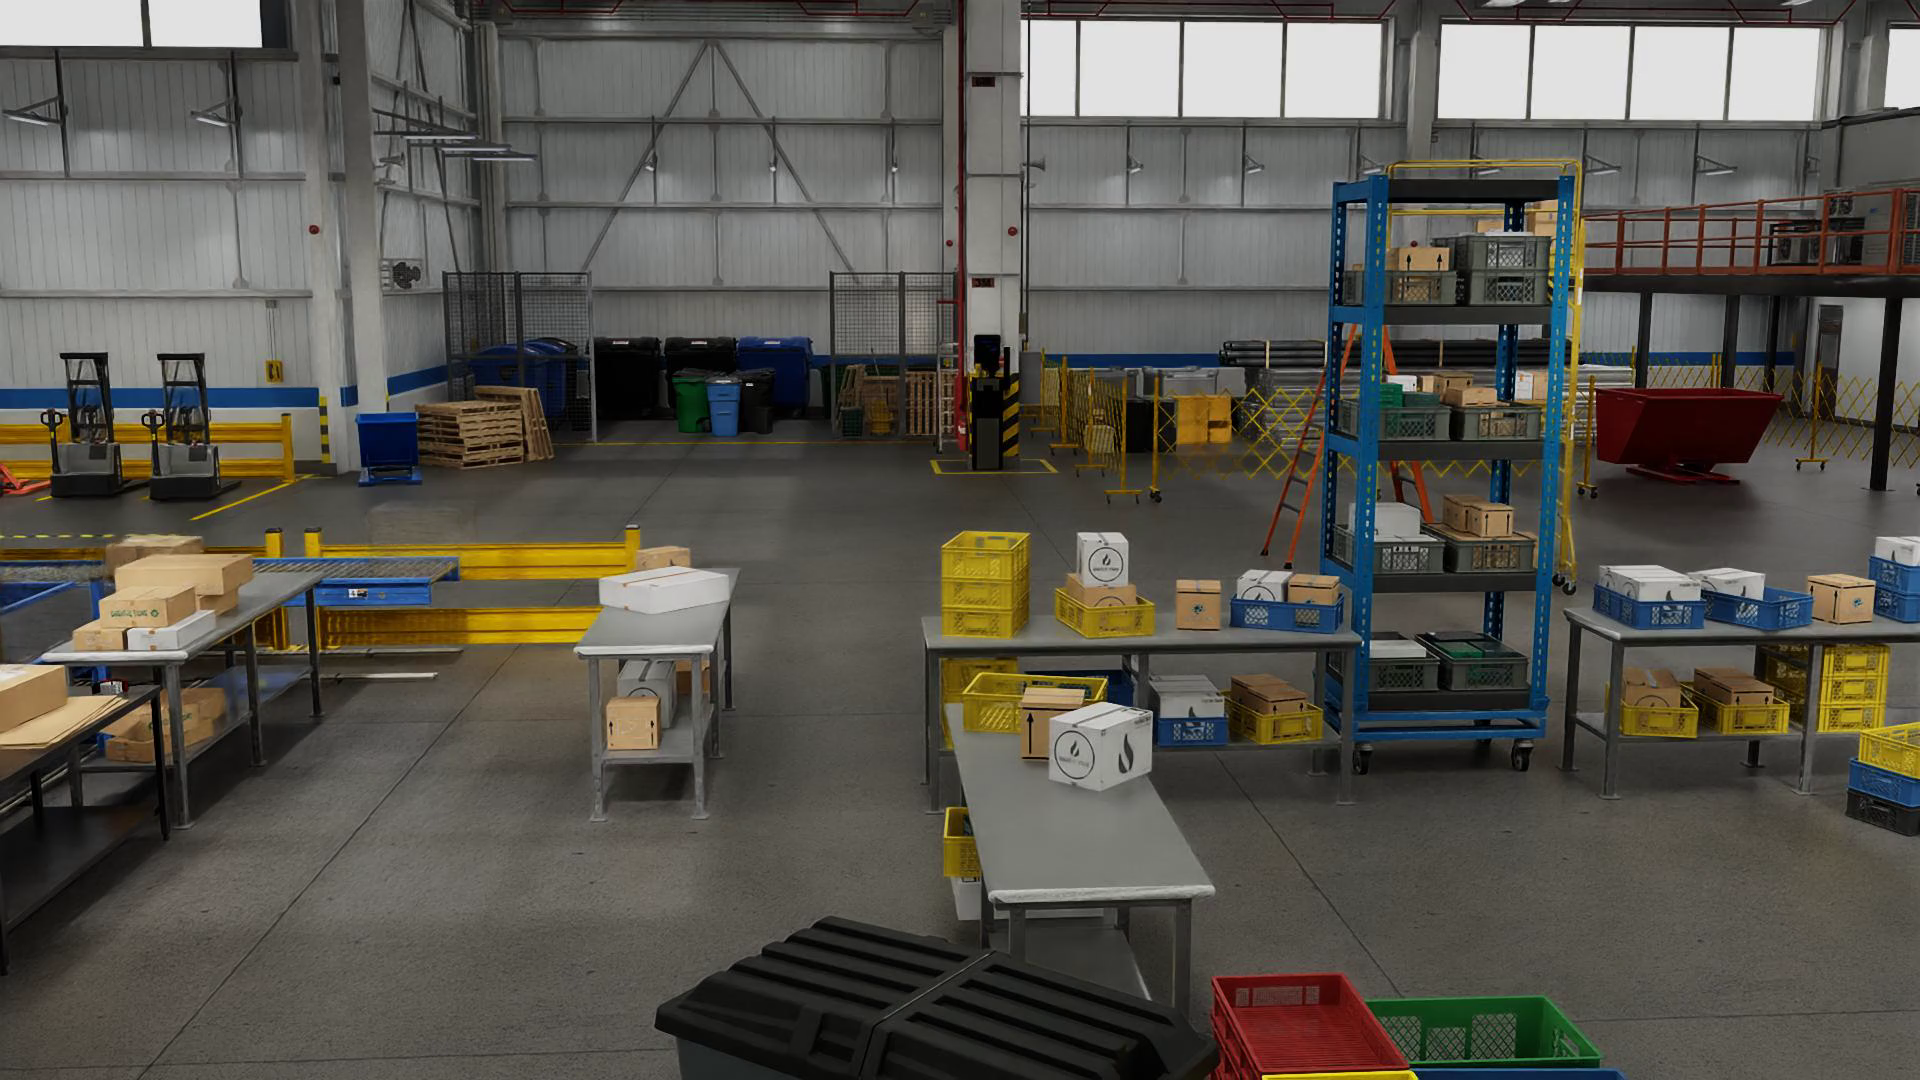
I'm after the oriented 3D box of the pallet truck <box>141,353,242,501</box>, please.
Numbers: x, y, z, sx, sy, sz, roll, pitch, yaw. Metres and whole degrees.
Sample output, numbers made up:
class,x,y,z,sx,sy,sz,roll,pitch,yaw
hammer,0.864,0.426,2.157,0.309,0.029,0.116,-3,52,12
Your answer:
class,x,y,z,sx,sy,sz,roll,pitch,yaw
pallet truck,-10.520,-1.604,22.925,0.823,1.965,1.885,-1,9,-6

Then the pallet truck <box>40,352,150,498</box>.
class,x,y,z,sx,sy,sz,roll,pitch,yaw
pallet truck,-11.907,-1.642,23.165,0.823,1.965,1.885,0,9,0

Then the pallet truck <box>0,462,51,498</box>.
class,x,y,z,sx,sy,sz,roll,pitch,yaw
pallet truck,-13.193,-1.293,23.148,0.653,1.274,1.630,-1,9,-4
